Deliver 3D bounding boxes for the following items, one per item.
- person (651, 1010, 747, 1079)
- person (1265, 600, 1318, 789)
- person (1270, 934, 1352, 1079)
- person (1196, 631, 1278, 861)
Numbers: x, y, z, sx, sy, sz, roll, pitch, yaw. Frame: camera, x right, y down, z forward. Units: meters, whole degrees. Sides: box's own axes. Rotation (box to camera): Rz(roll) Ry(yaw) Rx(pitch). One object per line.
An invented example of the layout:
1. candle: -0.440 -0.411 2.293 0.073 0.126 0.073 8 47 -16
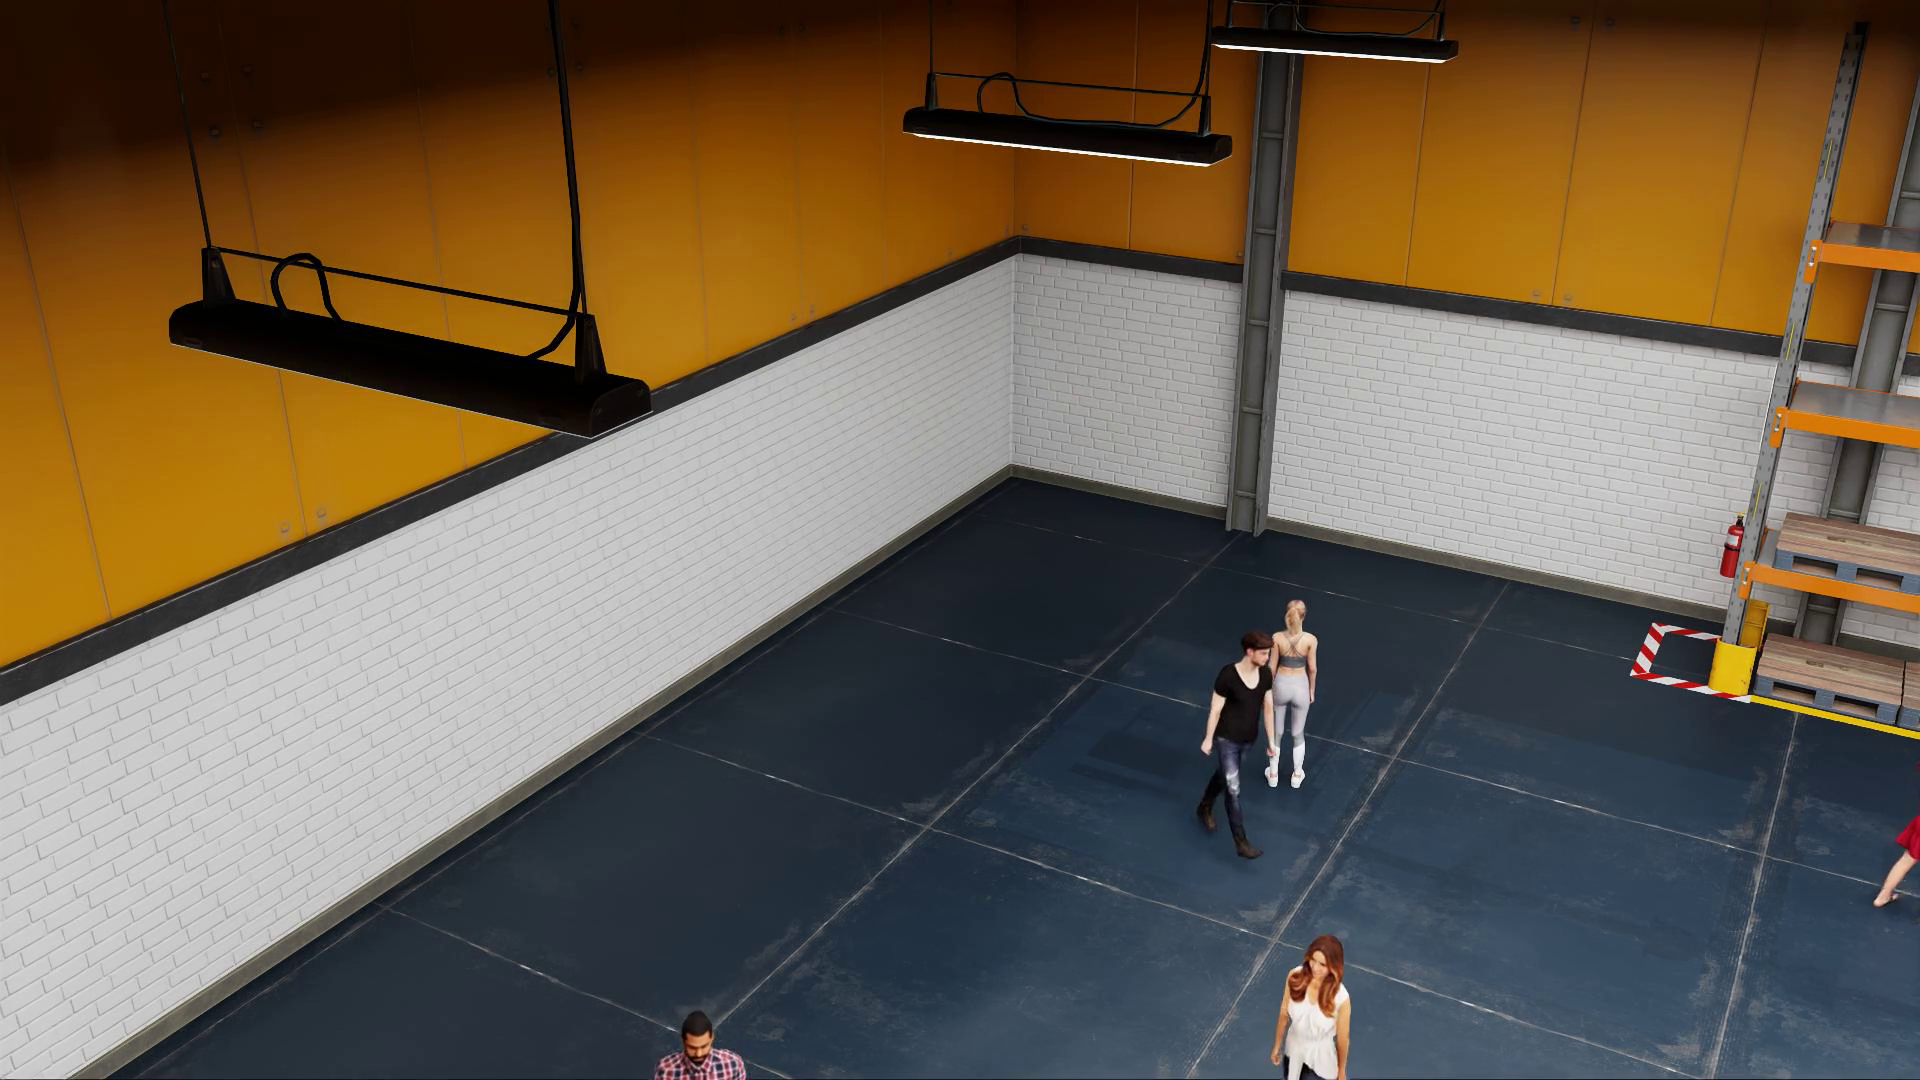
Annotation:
1. person: -1.442 3.319 9.290 1.041 1.740 1.071 -3 24 -6
2. person: 2.768 1.288 13.978 0.549 1.706 0.688 3 24 8
3. person: 2.128 3.046 9.886 0.834 1.762 1.010 -21 31 -39
4. person: 2.137 1.536 13.233 1.118 1.849 1.275 -9 25 -20
